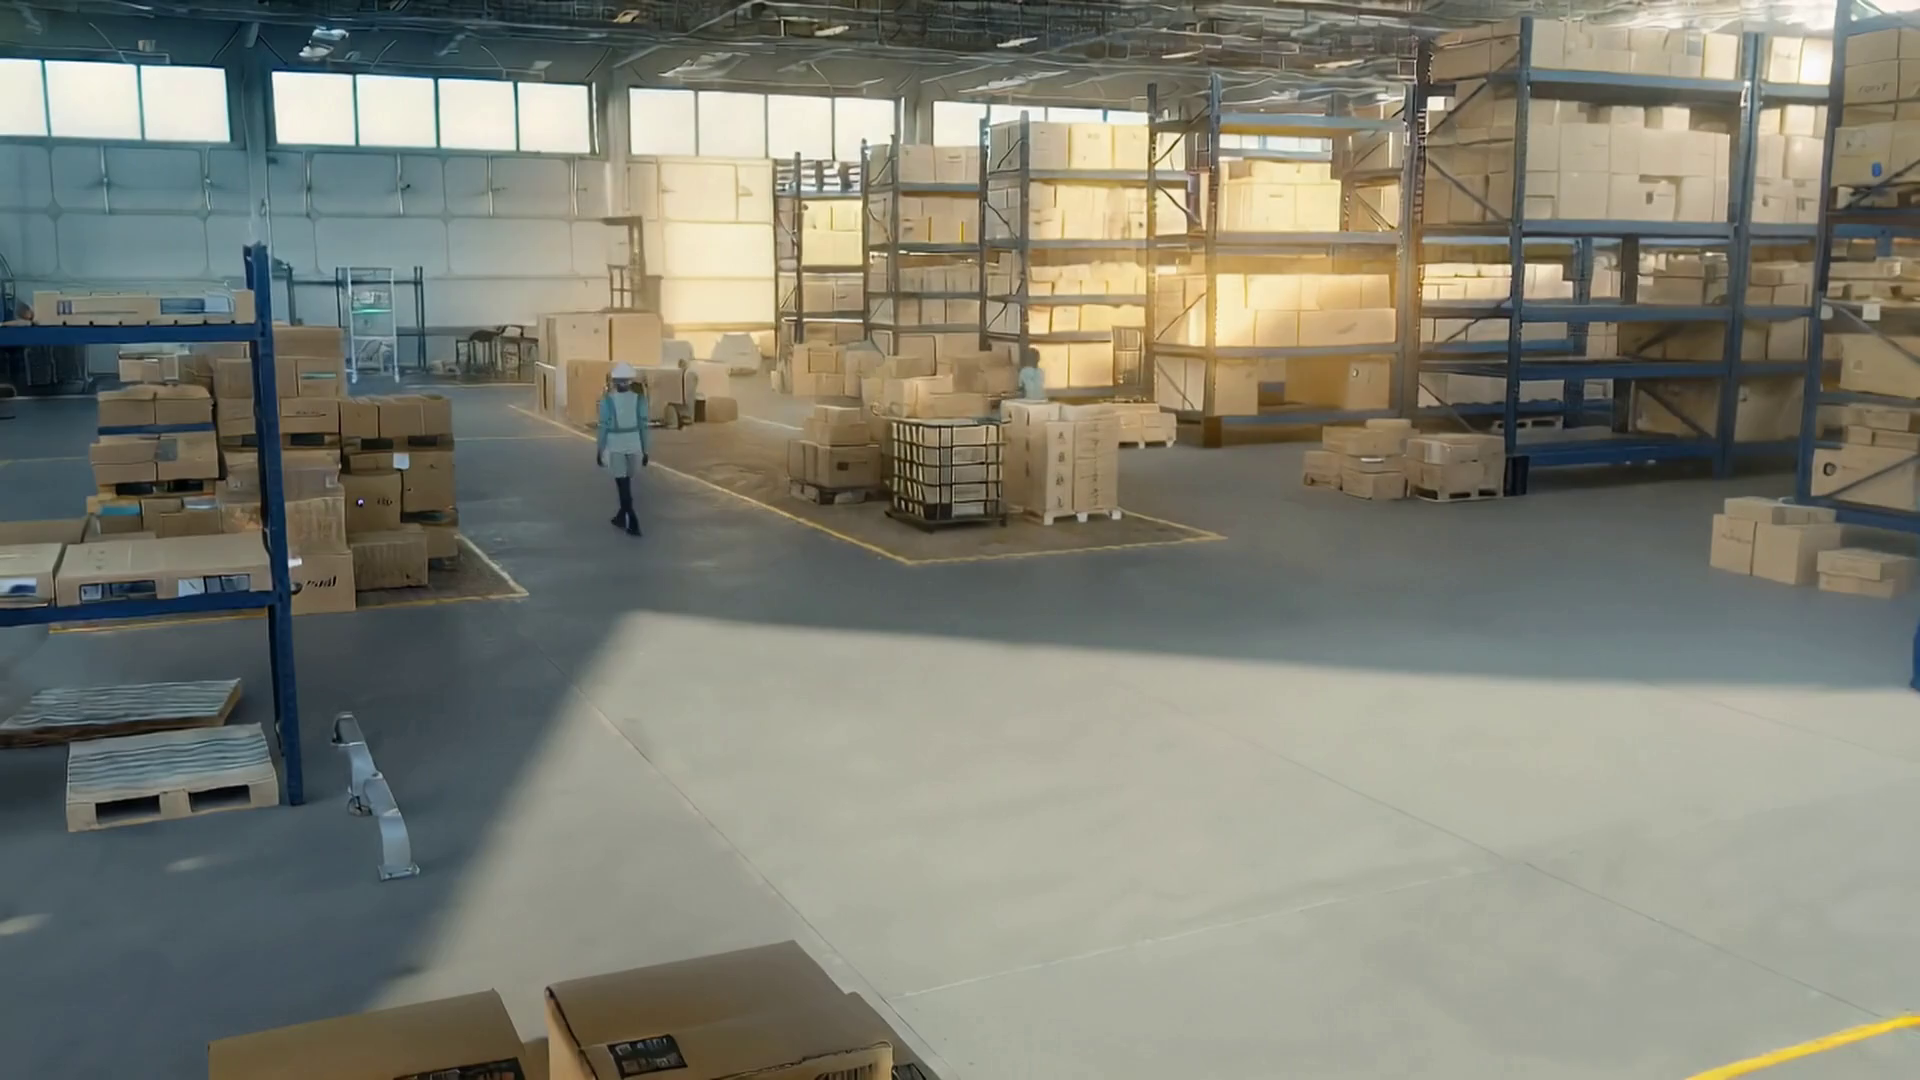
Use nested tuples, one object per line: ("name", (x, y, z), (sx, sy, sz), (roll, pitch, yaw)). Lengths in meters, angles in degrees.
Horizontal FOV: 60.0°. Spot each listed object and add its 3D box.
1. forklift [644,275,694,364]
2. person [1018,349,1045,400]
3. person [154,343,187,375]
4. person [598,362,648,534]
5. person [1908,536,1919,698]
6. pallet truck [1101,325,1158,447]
("forklift", (-7.584, -5.140, 40.974), (1.873, 2.768, 1.129), (-4, 10, -25))
("person", (1.178, -2.248, 26.824), (0.536, 1.649, 0.858), (-5, 10, -29))
("person", (-16.057, -3.496, 33.805), (0.635, 1.893, 0.772), (-3, 10, -16))
("person", (-3.733, -1.027, 18.505), (0.553, 1.901, 0.949), (-6, 11, -31))
("person", (6.688, 0.135, 11.111), (0.671, 1.943, 0.525), (-5, 11, -30))
("pallet truck", (2.881, -2.596, 27.923), (0.823, 1.965, 1.885), (-1, 9, -7))
